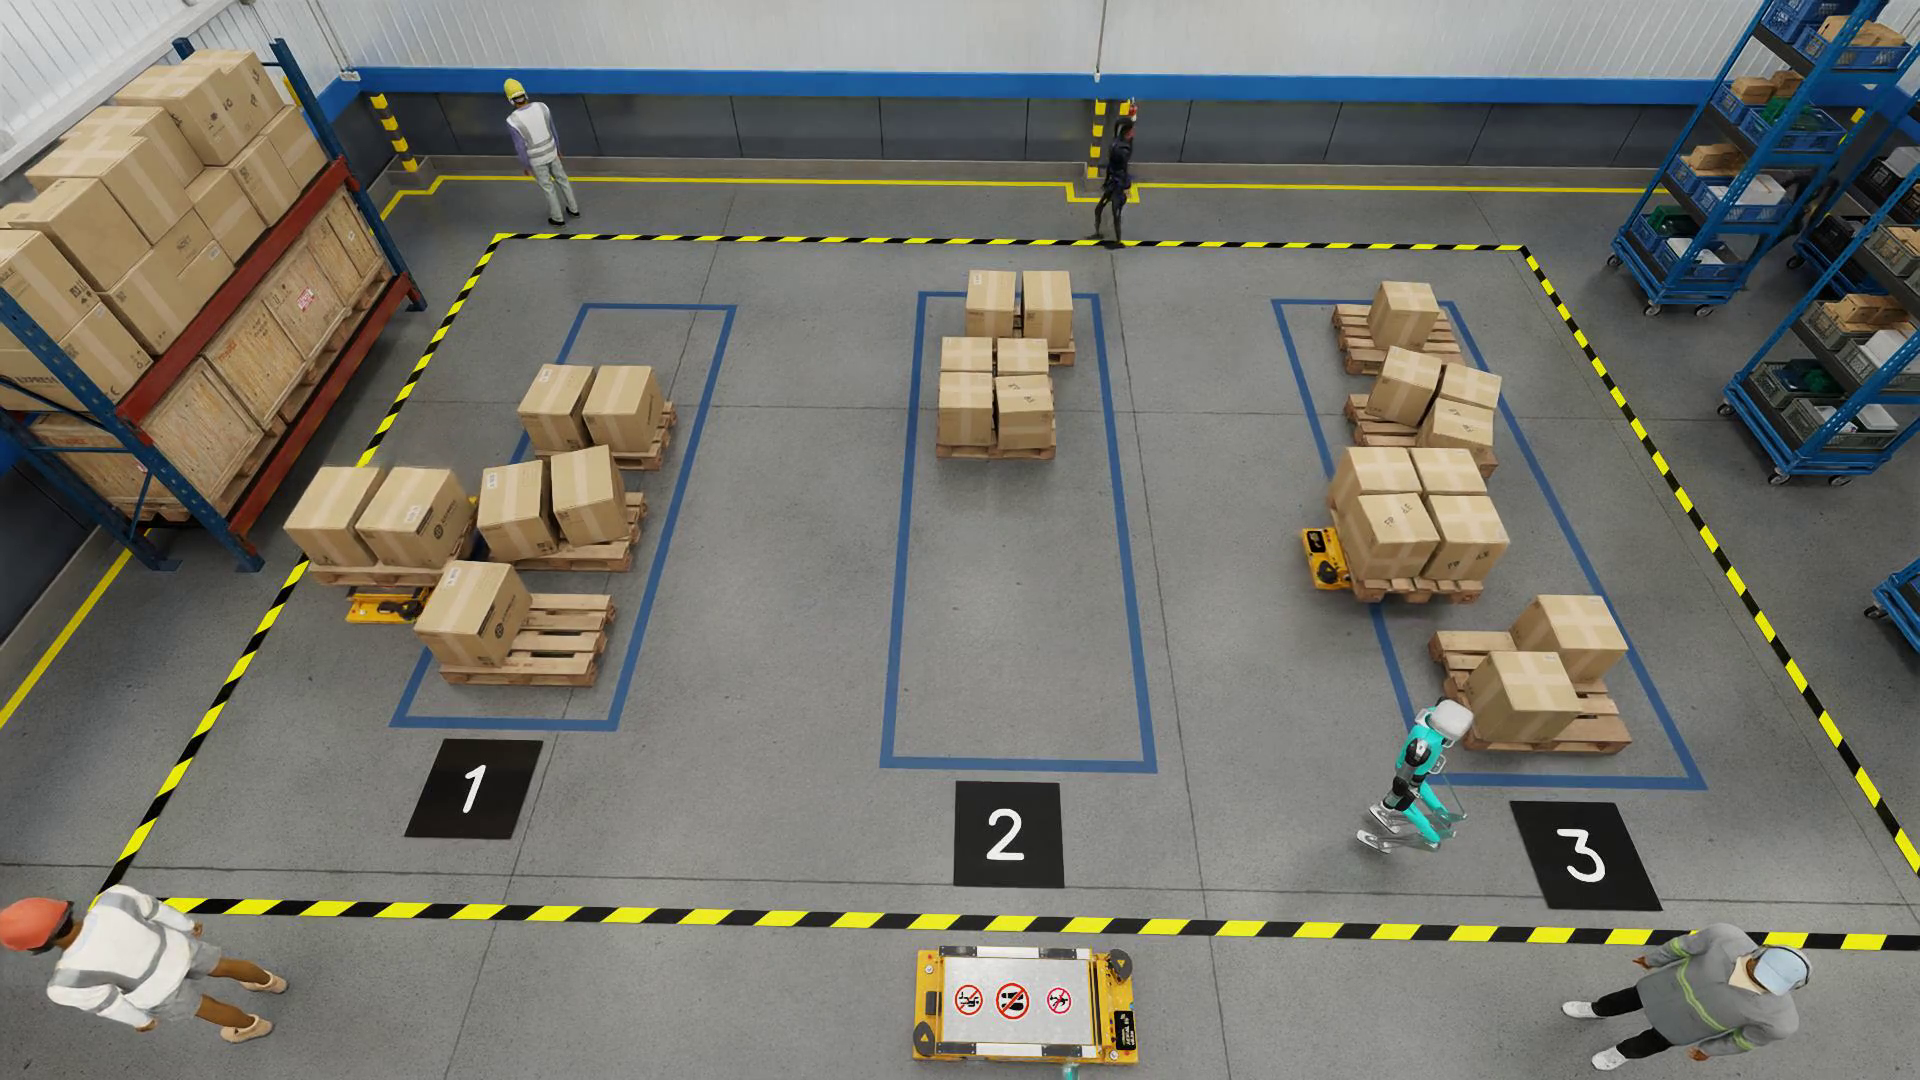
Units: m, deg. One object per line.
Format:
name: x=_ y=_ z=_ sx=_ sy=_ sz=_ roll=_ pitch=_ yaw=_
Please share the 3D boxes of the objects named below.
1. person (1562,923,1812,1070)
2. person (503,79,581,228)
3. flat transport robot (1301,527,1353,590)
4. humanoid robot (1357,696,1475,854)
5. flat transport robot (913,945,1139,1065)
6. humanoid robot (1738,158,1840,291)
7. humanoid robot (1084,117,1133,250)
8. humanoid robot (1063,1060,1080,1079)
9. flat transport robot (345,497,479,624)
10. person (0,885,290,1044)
person: x=4.178 y=2.667 z=5.289 sx=0.362 sy=1.852 sz=0.596 roll=-8 pitch=51 yaw=-6
person: x=-5.208 y=-4.772 z=11.374 sx=0.404 sy=1.821 sz=0.588 roll=29 pitch=56 yaw=22
flat transport robot: x=3.918 y=0.142 z=8.352 sx=1.431 sy=0.197 sz=0.652 roll=1 pitch=51 yaw=1
humanoid robot: x=3.143 y=1.685 z=6.082 sx=0.735 sy=1.671 sz=0.533 roll=35 pitch=59 yaw=25
flat transport robot: x=0.422 y=3.041 z=6.007 sx=1.431 sy=0.231 sz=0.659 roll=1 pitch=51 yaw=1
humanoid robot: x=9.564 y=-3.649 z=10.573 sx=0.587 sy=1.631 sz=0.762 roll=10 pitch=52 yaw=8
humanoid robot: x=1.856 y=-4.254 z=11.047 sx=0.496 sy=1.649 sz=0.593 roll=-7 pitch=51 yaw=-6
humanoid robot: x=0.760 y=3.123 z=5.004 sx=0.531 sy=1.771 sz=0.828 roll=-6 pitch=51 yaw=-5
flat transport robot: x=-4.994 y=0.125 z=8.366 sx=0.652 sy=0.197 sz=1.431 roll=1 pitch=51 yaw=1
person: x=-4.674 y=2.492 z=5.312 sx=0.382 sy=2.039 sz=0.615 roll=-1 pitch=51 yaw=-1
